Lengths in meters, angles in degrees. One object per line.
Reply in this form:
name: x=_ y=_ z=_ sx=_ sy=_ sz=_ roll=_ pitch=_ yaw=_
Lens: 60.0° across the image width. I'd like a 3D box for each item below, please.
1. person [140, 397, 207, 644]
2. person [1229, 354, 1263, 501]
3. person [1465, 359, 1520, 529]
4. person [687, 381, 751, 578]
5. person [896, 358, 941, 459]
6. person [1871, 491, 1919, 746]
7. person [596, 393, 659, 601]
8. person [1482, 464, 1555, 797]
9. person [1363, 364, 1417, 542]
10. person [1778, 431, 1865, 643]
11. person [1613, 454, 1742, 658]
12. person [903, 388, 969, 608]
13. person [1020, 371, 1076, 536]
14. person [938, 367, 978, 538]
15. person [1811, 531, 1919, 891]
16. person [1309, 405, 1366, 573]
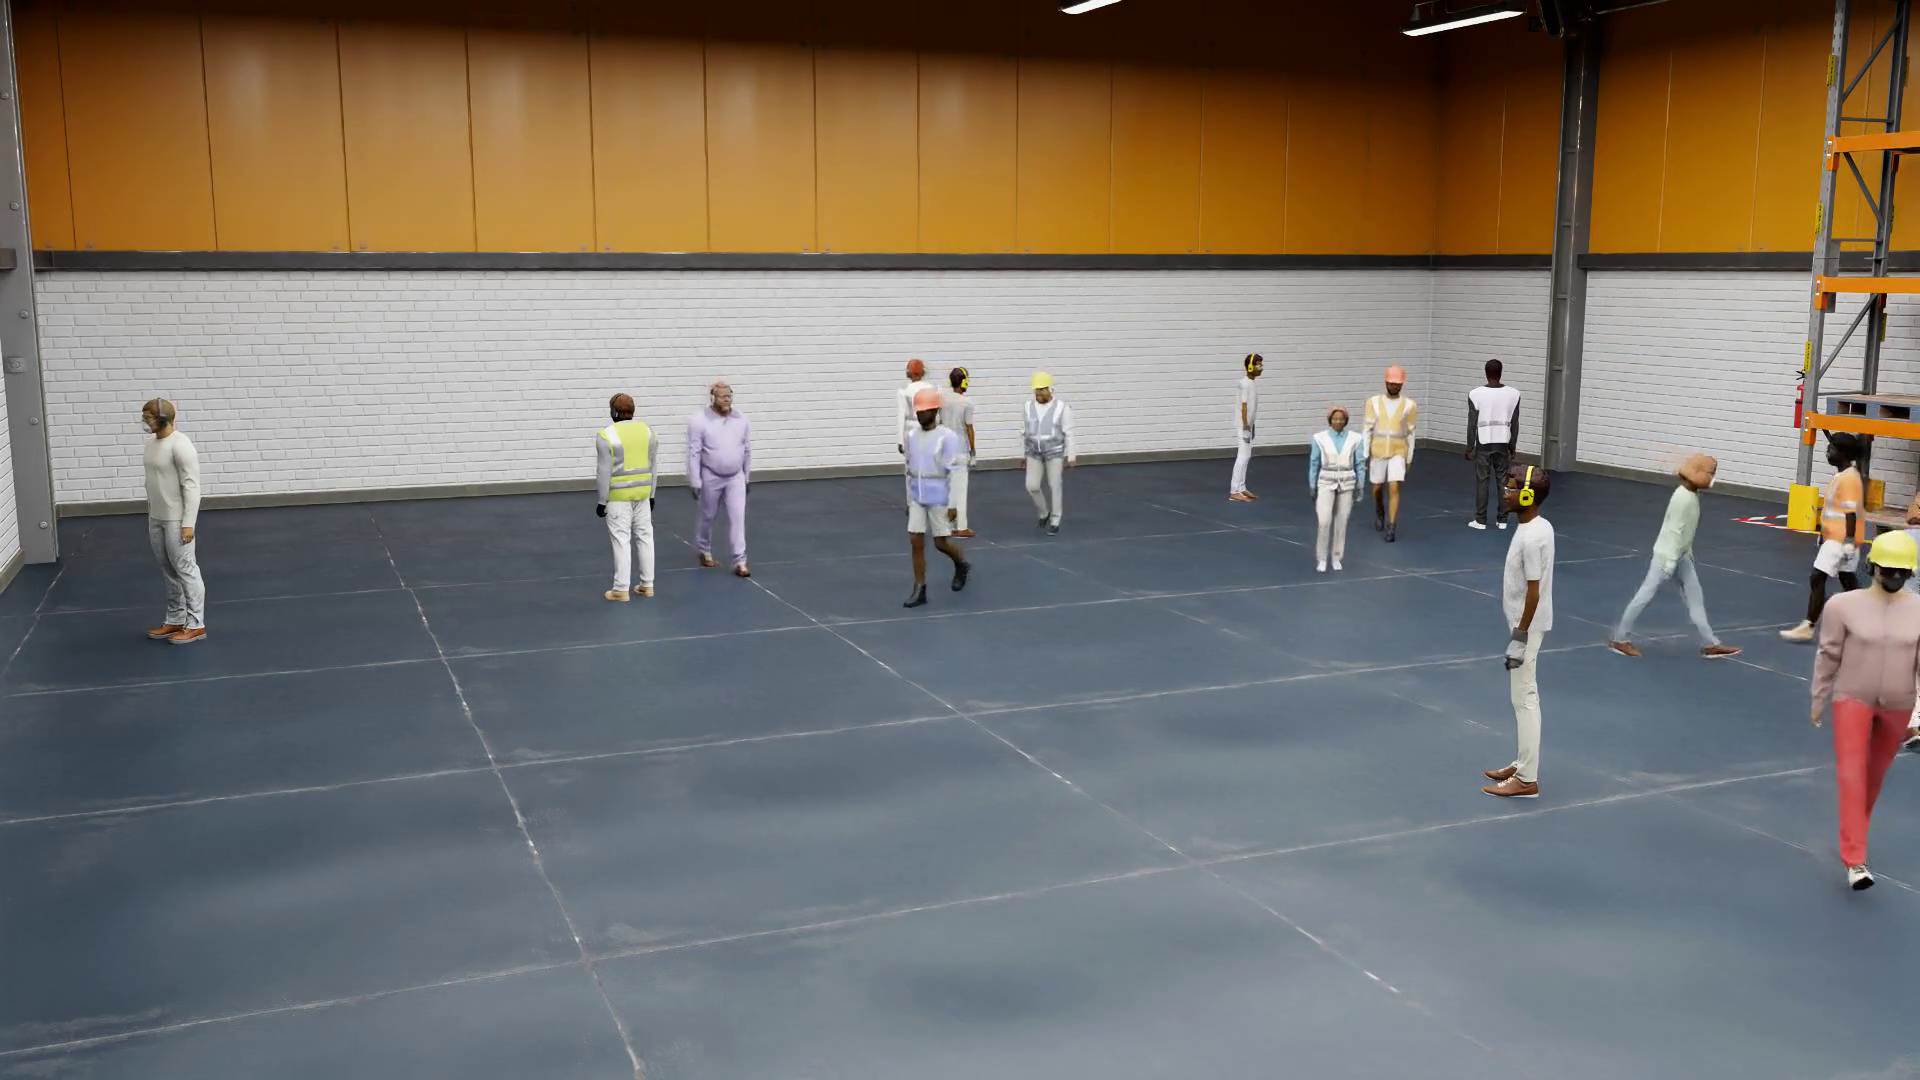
person: x=-6.208 y=-0.155 z=13.091 sx=0.638 sy=1.936 sz=0.356 roll=7 pitch=12 yaw=38
person: x=3.636 y=-1.421 z=21.022 sx=0.354 sy=1.858 sz=0.511 roll=4 pitch=10 yaw=24
person: x=5.984 y=-1.070 z=18.713 sx=0.590 sy=1.913 sz=0.398 roll=0 pitch=9 yaw=-1
person: x=-2.319 y=-0.611 z=16.081 sx=0.652 sy=1.864 sz=0.997 roll=-5 pitch=10 yaw=-26
person: x=-0.469 y=-1.225 z=19.799 sx=0.604 sy=1.868 sz=0.634 roll=-3 pitch=10 yaw=-20
person: x=5.972 y=0.468 z=10.364 sx=0.514 sy=1.598 sz=0.832 roll=3 pitch=10 yaw=17
person: x=-2.966 y=-0.380 z=14.745 sx=0.430 sy=1.844 sz=0.624 roll=9 pitch=13 yaw=43
person: x=3.130 y=0.506 z=9.287 sx=0.328 sy=1.873 sz=0.519 roll=4 pitch=10 yaw=22
person: x=4.679 y=-0.968 z=18.129 sx=0.554 sy=1.910 sz=0.859 roll=3 pitch=10 yaw=18
person: x=6.763 y=-0.010 z=12.993 sx=0.727 sy=1.665 sz=0.555 roll=4 pitch=10 yaw=23
person: x=5.427 y=0.131 z=12.488 sx=0.939 sy=1.553 sz=0.513 roll=6 pitch=11 yaw=34
person: x=-0.215 y=-0.386 z=14.579 sx=0.549 sy=1.918 sz=0.744 roll=6 pitch=11 yaw=33
person: x=0.956 y=-0.941 z=18.234 sx=0.692 sy=1.807 sz=0.427 roll=4 pitch=10 yaw=22
person: x=-0.038 y=-0.950 z=18.146 sx=0.528 sy=1.863 sz=0.322 roll=7 pitch=12 yaw=38
person: x=4.383 y=0.807 z=7.925 sx=0.529 sy=1.708 sz=0.909 roll=2 pitch=10 yaw=13
person: x=3.646 y=-0.479 z=16.036 sx=0.518 sy=1.619 sz=0.624 roll=1 pitch=9 yaw=4
